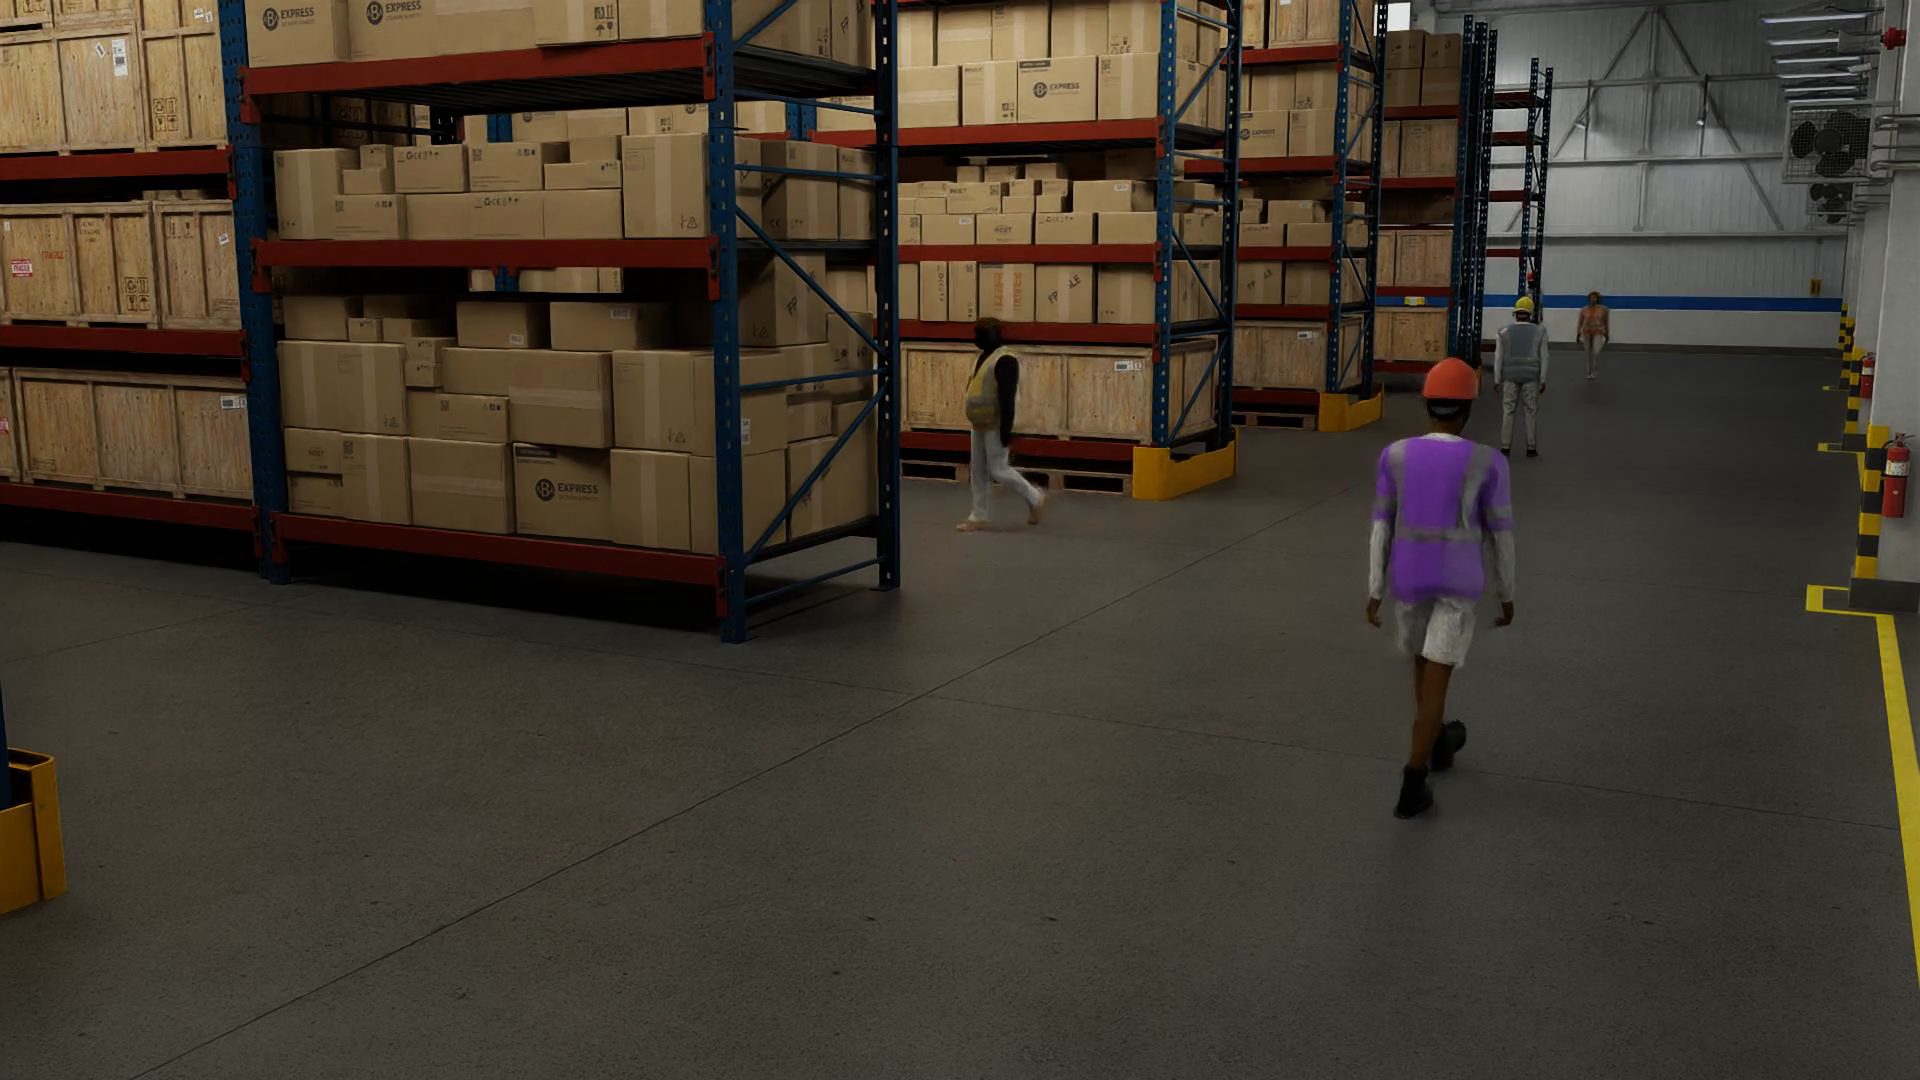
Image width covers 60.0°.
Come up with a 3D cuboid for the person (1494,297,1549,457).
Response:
[{"bbox_3d":[6.423,-1.862,19.050,0.587,1.835,0.404,4,10,21],"label":"person"}]

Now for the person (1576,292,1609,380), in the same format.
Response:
[{"bbox_3d":[11.575,-3.733,30.510,0.548,1.603,0.773,7,12,36],"label":"person"}]

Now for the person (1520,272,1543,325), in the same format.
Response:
[{"bbox_3d":[12.957,-5.131,37.771,0.575,1.908,0.564,1,10,3],"label":"person"}]

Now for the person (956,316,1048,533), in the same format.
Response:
[{"bbox_3d":[0.329,-0.961,13.912,0.701,1.822,0.636,-4,11,-22],"label":"person"}]

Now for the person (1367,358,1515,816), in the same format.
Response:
[{"bbox_3d":[2.084,0.171,7.128,0.572,1.882,0.978,7,12,34],"label":"person"}]
